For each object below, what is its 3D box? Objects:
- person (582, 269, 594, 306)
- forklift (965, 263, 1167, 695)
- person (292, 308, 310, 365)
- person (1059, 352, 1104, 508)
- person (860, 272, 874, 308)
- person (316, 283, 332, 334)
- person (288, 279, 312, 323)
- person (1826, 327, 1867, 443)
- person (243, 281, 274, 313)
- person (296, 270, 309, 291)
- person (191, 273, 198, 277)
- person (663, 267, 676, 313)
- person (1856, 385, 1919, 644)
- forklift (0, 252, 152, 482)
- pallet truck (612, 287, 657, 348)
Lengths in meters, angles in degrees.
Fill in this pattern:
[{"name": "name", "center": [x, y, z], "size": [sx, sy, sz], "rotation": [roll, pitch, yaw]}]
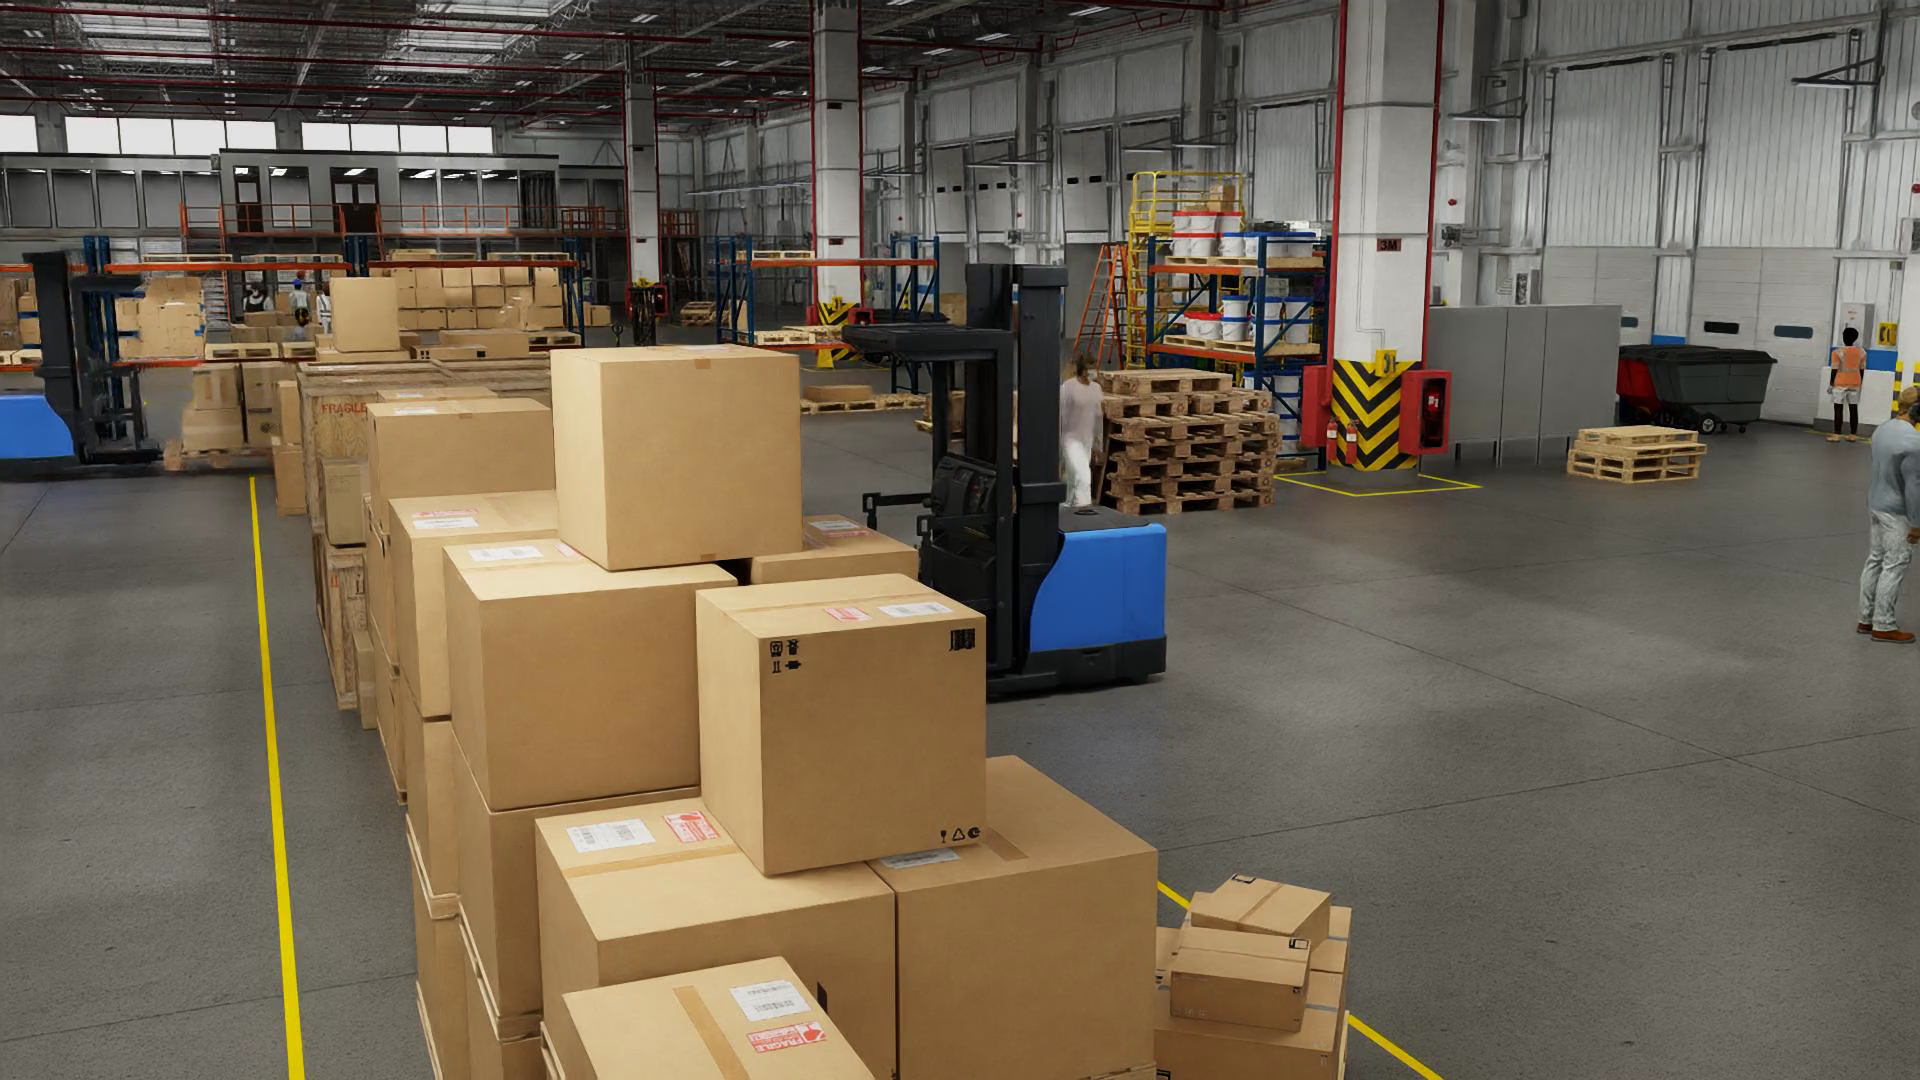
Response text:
[{"name": "person", "center": [-13.286, -8.698, 59.338], "size": [0.582, 1.903, 0.408], "rotation": [8, 13, 36]}, {"name": "forklift", "center": [0.371, -0.447, 11.152], "size": [1.873, 2.768, 1.129], "rotation": [-4, 11, -23]}, {"name": "person", "center": [-11.122, -2.990, 28.018], "size": [0.679, 1.849, 0.530], "rotation": [-5, 11, -24]}, {"name": "person", "center": [1.245, -0.916, 16.516], "size": [1.070, 1.869, 0.674], "rotation": [9, 14, 41]}, {"name": "person", "center": [-3.434, -8.698, 59.607], "size": [0.627, 1.807, 0.905], "rotation": [-3, 11, -17]}, {"name": "person", "center": [-15.855, -5.506, 41.778], "size": [0.355, 1.884, 0.575], "rotation": [8, 13, 39]}, {"name": "person", "center": [-17.226, -5.836, 43.418], "size": [0.406, 1.945, 0.613], "rotation": [9, 14, 42]}, {"name": "person", "center": [13.043, -2.275, 24.484], "size": [0.536, 1.696, 0.322], "rotation": [-1, 10, -3]}, {"name": "person", "center": [-16.330, -5.031, 38.730], "size": [0.694, 2.000, 0.620], "rotation": [0, 10, 2]}, {"name": "person", "center": [-21.587, -7.930, 54.917], "size": [0.674, 1.976, 0.609], "rotation": [-6, 12, -32]}, {"name": "person", "center": [-24.871, -7.712, 53.968], "size": [0.536, 1.868, 0.585], "rotation": [-5, 11, -26]}, {"name": "person", "center": [-11.723, -10.096, 67.183], "size": [0.513, 1.843, 0.334], "rotation": [2, 10, 9]}, {"name": "person", "center": [6.962, -0.190, 12.369], "size": [0.372, 1.930, 0.636], "rotation": [0, 10, 2]}, {"name": "forklift", "center": [-11.317, -2.208, 20.856], "size": [1.873, 2.768, 1.129], "rotation": [-4, 11, -23]}, {"name": "pallet truck", "center": [-6.464, -4.406, 35.401], "size": [0.823, 1.965, 1.885], "rotation": [6, 12, 32]}]
